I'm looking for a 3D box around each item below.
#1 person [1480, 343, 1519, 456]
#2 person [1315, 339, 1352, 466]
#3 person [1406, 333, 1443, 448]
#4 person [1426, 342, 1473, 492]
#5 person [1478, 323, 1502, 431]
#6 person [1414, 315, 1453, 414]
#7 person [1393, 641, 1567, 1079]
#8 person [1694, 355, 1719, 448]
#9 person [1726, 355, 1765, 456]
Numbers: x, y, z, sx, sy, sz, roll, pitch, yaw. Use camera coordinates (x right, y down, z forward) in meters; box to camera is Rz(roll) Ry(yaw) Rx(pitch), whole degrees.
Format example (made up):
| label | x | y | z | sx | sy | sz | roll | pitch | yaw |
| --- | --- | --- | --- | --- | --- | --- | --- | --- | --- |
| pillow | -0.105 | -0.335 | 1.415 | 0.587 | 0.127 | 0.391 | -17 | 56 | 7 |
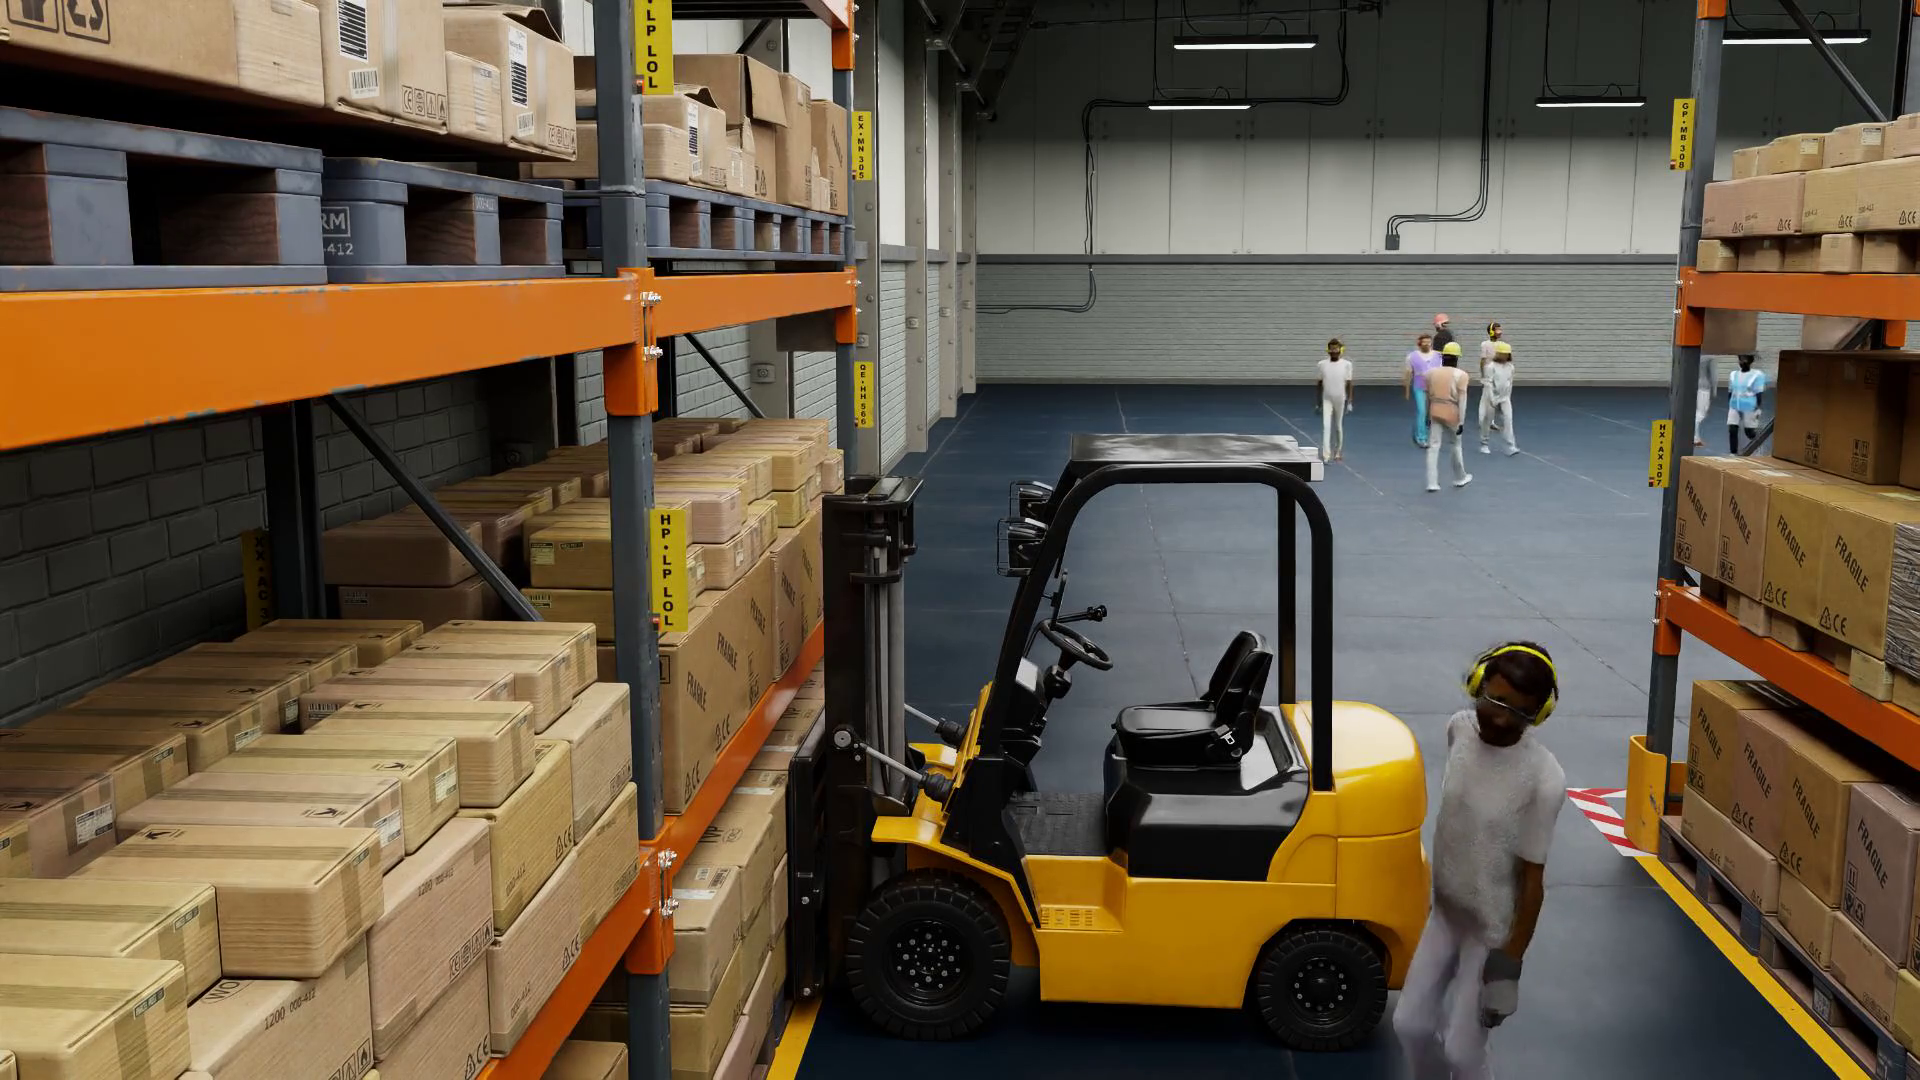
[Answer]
| label | x | y | z | sx | sy | sz | roll | pitch | yaw |
| --- | --- | --- | --- | --- | --- | --- | --- | --- | --- |
| person | 8.156 | -2.123 | 25.142 | 0.497 | 1.698 | 0.884 | -2 | 10 | -11 |
| person | 5.429 | -2.013 | 24.119 | 0.533 | 1.827 | 0.989 | 3 | 10 | 16 |
| person | 7.339 | -2.381 | 26.360 | 0.573 | 1.819 | 0.795 | -1 | 9 | -9 |
| person | 6.242 | -1.572 | 21.209 | 0.604 | 1.880 | 0.961 | 8 | 13 | 42 |
| person | 9.268 | -2.844 | 28.976 | 0.520 | 1.877 | 0.326 | -6 | 11 | -33 |
| person | 9.135 | -3.330 | 31.765 | 0.808 | 1.934 | 0.660 | 7 | 12 | 37 |
| person | 1.538 | 1.152 | 4.949 | 0.357 | 1.814 | 0.623 | -4 | 10 | -21 |
| person | 11.446 | -2.359 | 25.916 | 0.811 | 1.913 | 0.635 | -7 | 12 | -35 |
| person | 11.253 | -1.897 | 23.818 | 0.606 | 1.674 | 0.538 | -7 | 12 | -36 |
